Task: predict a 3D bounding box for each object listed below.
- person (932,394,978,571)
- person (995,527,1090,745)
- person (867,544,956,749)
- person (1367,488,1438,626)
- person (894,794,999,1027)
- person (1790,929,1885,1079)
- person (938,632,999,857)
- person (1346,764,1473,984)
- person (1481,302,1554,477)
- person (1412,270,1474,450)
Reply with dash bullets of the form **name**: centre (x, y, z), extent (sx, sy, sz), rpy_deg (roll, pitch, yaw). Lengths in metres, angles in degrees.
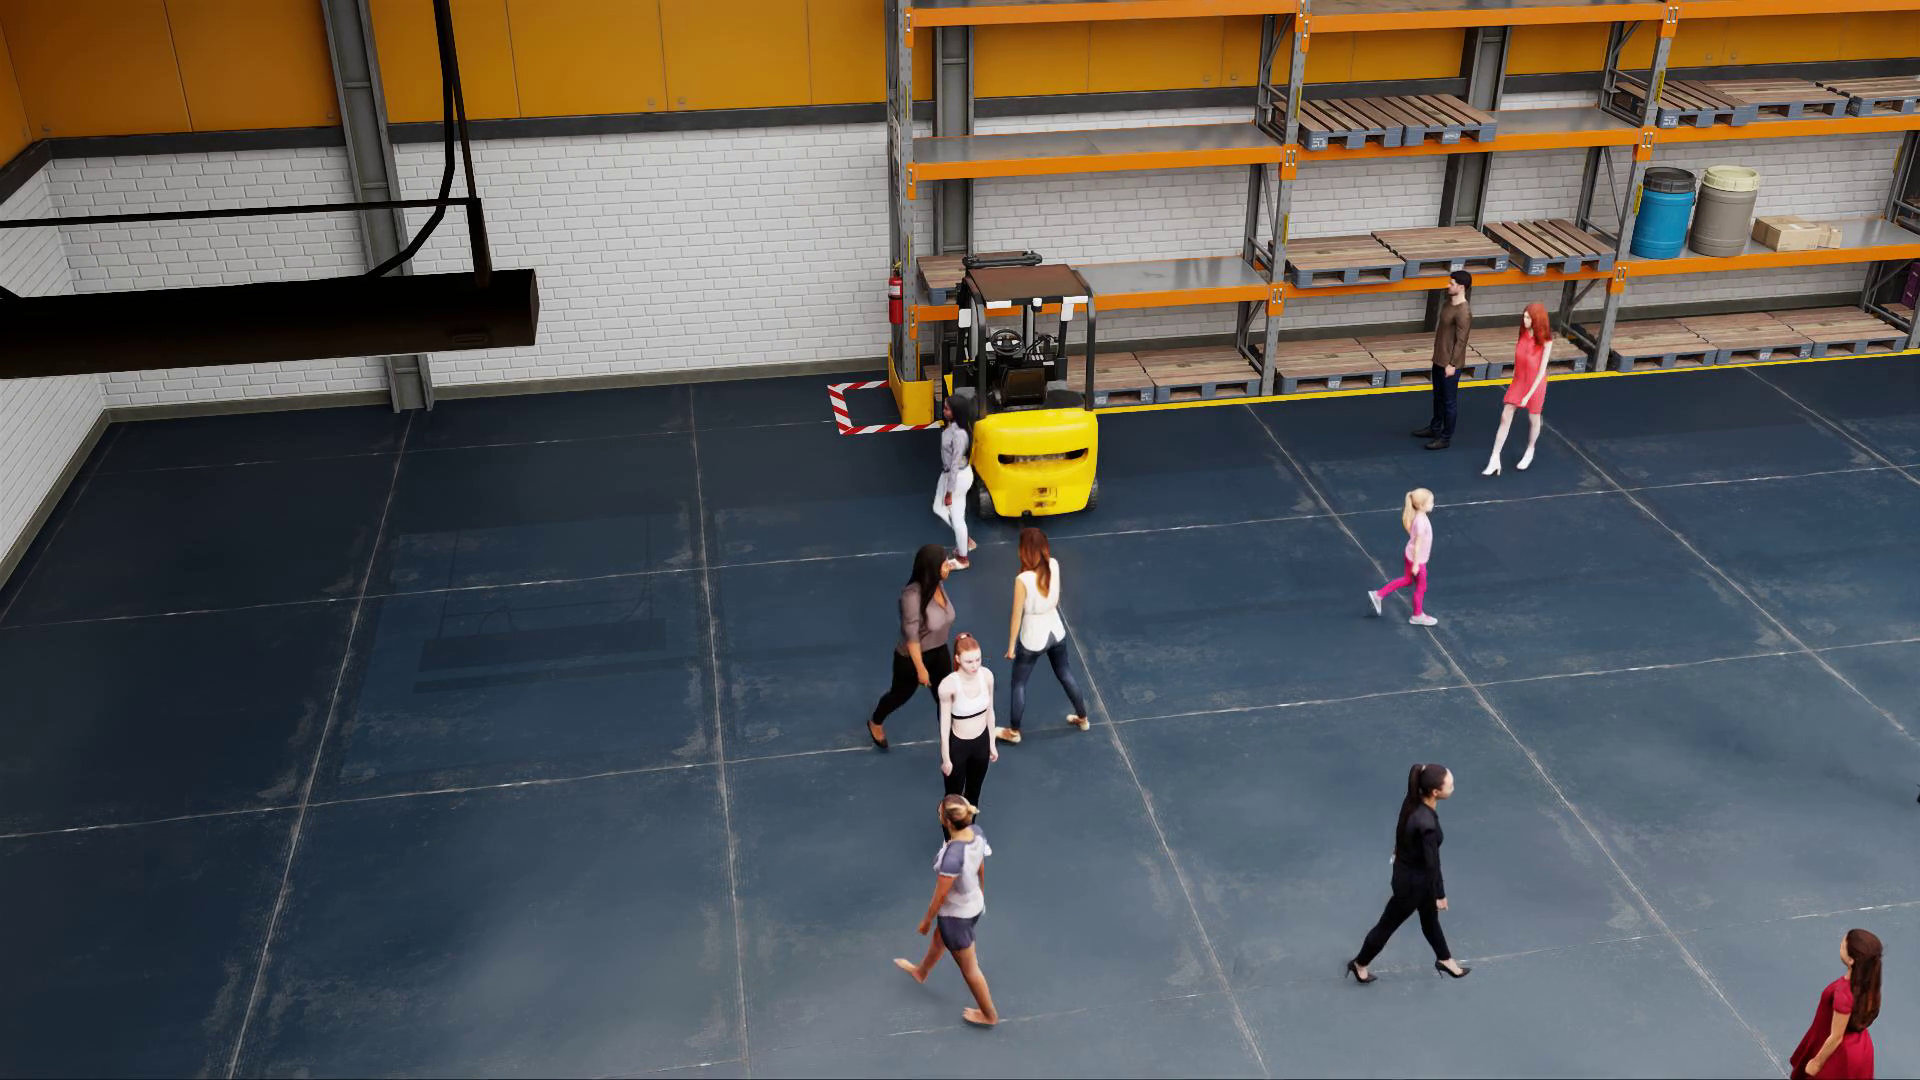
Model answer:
- **person**: centre (0.052, -0.512, 14.682), extent (0.636, 1.717, 0.643), rpy_deg (-3, 29, -5)
- **person**: centre (0.577, 0.743, 12.348), extent (0.843, 1.748, 0.992), rpy_deg (-19, 34, -31)
- **person**: centre (-0.374, 0.866, 12.092), extent (1.202, 1.778, 1.184), rpy_deg (21, 35, 33)
- **person**: centre (3.770, 0.139, 13.969), extent (0.881, 1.258, 0.659), rpy_deg (5, 29, 9)
- **person**: centre (0.062, 2.223, 9.810), extent (1.060, 1.582, 0.918), rpy_deg (12, 31, 21)
- **person**: centre (4.712, 2.724, 8.922), extent (0.663, 1.552, 0.725), rpy_deg (-21, 35, -34)
- **person**: centre (0.036, 1.397, 11.160), extent (0.584, 1.740, 0.718), rpy_deg (-17, 33, -28)
- **person**: centre (2.628, 2.059, 10.020), extent (1.064, 1.669, 0.788), rpy_deg (3, 29, 5)
- **person**: centre (5.661, -1.486, 16.391), extent (1.084, 1.790, 0.872), rpy_deg (-20, 34, -31)
- **person**: centre (4.988, -1.854, 16.963), extent (0.561, 1.889, 0.644), rpy_deg (-4, 29, -7)
